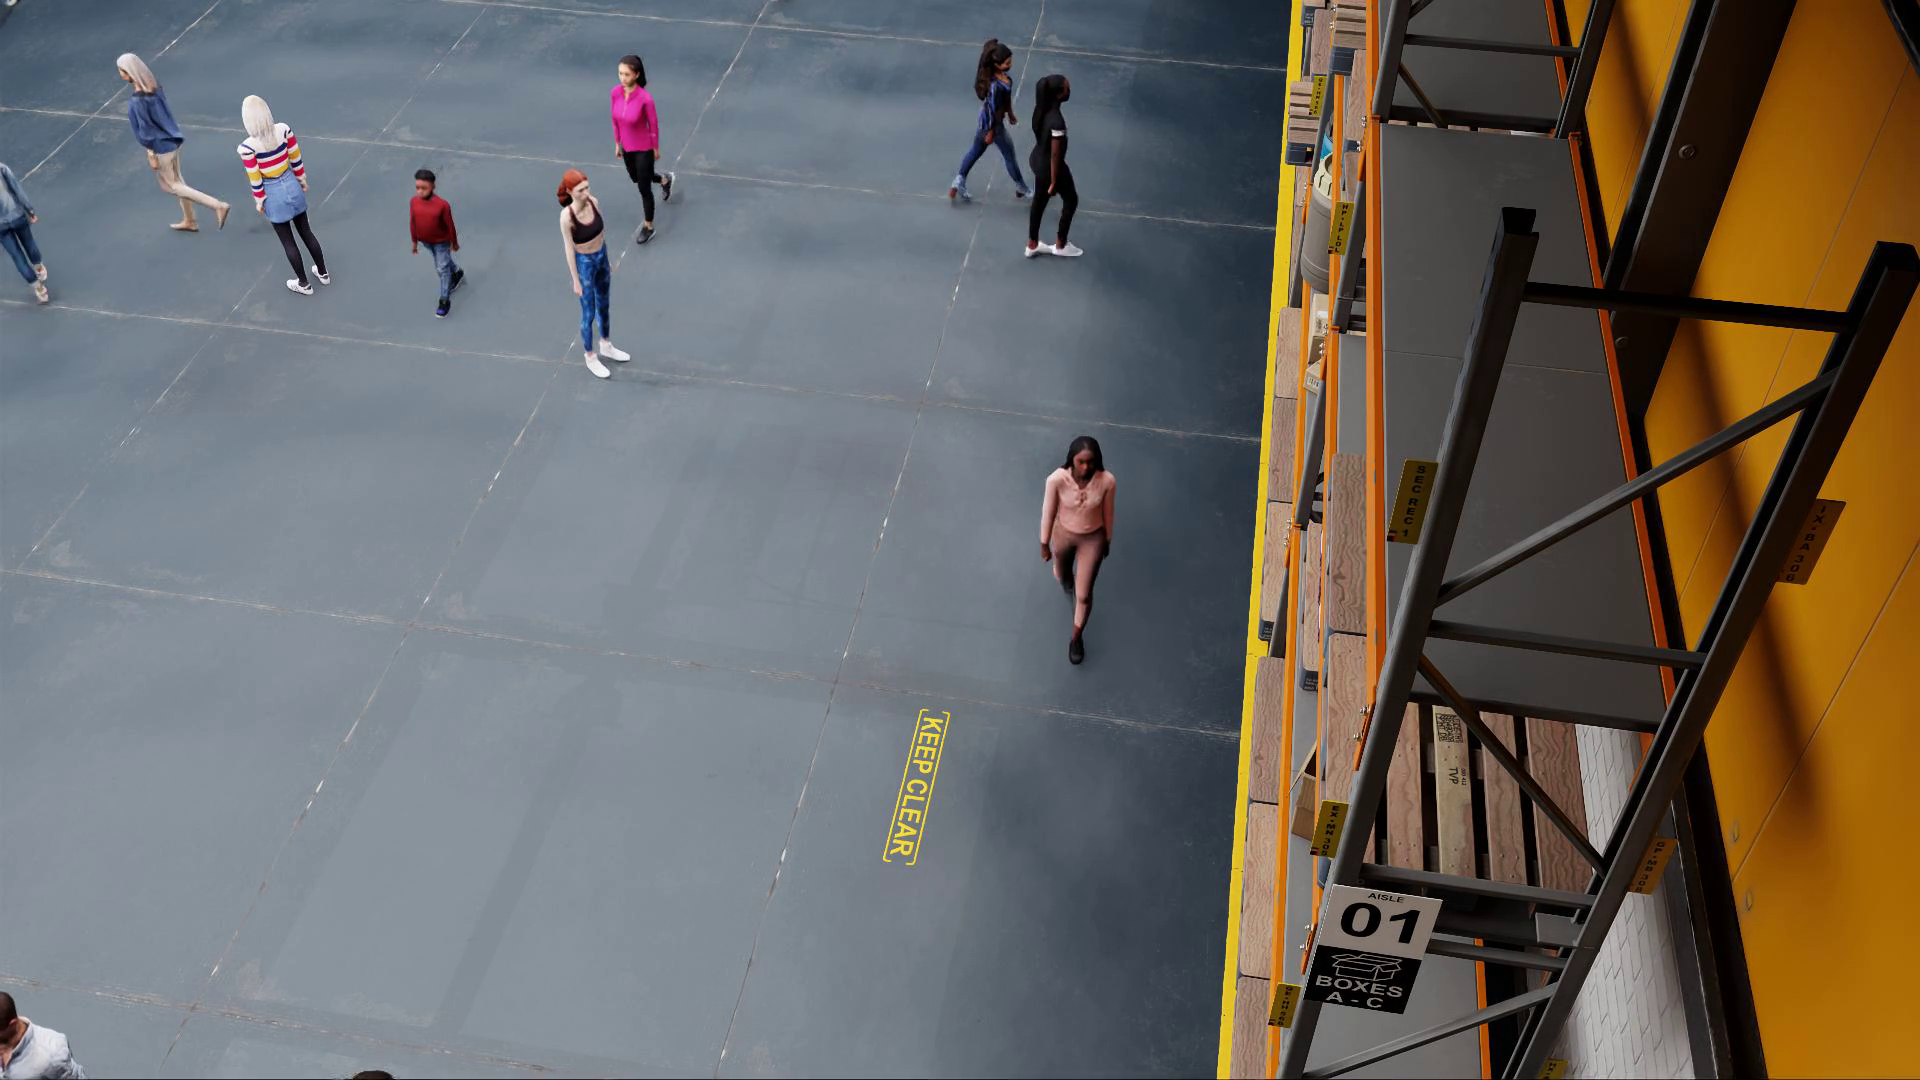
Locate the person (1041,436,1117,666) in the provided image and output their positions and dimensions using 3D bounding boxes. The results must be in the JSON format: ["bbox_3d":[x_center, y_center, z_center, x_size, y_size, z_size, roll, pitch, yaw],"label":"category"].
[{"bbox_3d":[0.761,-0.037,10.872,0.731,1.699,1.110,1,44,1],"label":"person"}]

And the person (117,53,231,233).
[{"bbox_3d":[-6.809,-3.405,14.427,0.797,1.682,0.854,-3,44,-3],"label":"person"}]

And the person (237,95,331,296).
[{"bbox_3d":[-5.607,-2.859,13.754,0.782,1.809,0.629,28,50,26],"label":"person"}]

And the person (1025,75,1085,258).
[{"bbox_3d":[0.694,-3.136,14.112,0.854,1.718,0.798,-14,45,-14],"label":"person"}]

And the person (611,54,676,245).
[{"bbox_3d":[-2.758,-3.463,14.490,0.756,1.680,1.059,18,46,18],"label":"person"}]

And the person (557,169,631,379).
[{"bbox_3d":[-2.877,-2.100,12.983,0.709,1.785,0.602,22,48,22],"label":"person"}]

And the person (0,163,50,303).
[{"bbox_3d":[-7.874,-2.610,13.748,0.836,1.458,0.895,-21,48,-21],"label":"person"}]

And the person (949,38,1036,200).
[{"bbox_3d":[0.213,-3.690,14.793,0.794,1.581,1.032,0,44,0],"label":"person"}]

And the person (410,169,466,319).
[{"bbox_3d":[-4.343,-2.551,13.847,0.565,1.236,0.877,10,45,11],"label":"person"}]
